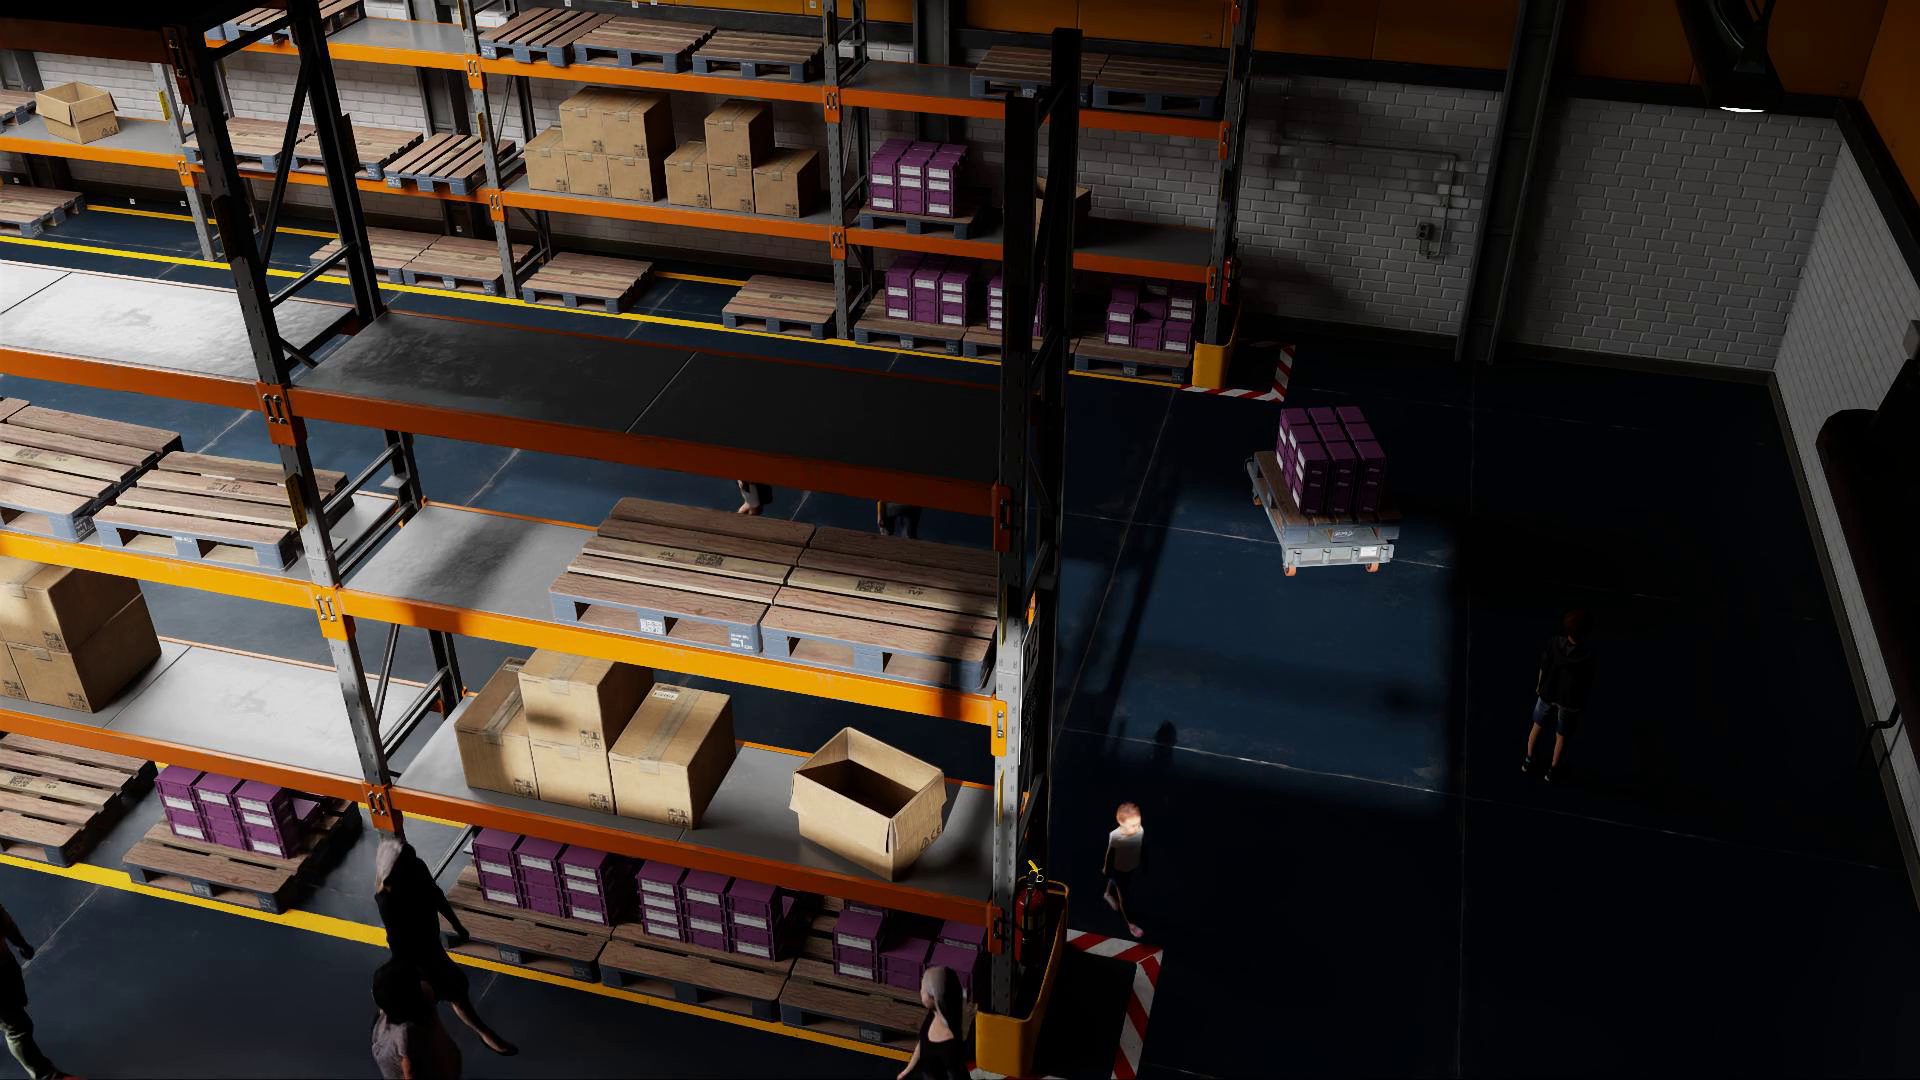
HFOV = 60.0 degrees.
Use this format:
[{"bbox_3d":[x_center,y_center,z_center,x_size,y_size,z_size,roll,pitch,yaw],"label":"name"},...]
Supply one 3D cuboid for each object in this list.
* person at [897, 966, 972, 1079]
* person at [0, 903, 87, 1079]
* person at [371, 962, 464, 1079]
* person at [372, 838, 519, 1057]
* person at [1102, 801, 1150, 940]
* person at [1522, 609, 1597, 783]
[{"bbox_3d":[0.035,2.949,8.864,1.072,1.793,0.822,-3,34,-5],"label":"person"},{"bbox_3d":[-5.662,2.476,9.527,1.179,1.846,0.841,2,34,3],"label":"person"},{"bbox_3d":[-2.871,2.910,9.101,0.872,1.597,0.779,-4,34,-6],"label":"person"},{"bbox_3d":[-3.240,2.398,9.786,1.193,1.690,0.681,4,34,6],"label":"person"},{"bbox_3d":[1.047,2.081,10.889,0.697,0.997,0.756,-17,37,-24],"label":"person"},{"bbox_3d":[4.322,1.103,11.955,0.571,1.446,0.675,26,41,33],"label":"person"}]
